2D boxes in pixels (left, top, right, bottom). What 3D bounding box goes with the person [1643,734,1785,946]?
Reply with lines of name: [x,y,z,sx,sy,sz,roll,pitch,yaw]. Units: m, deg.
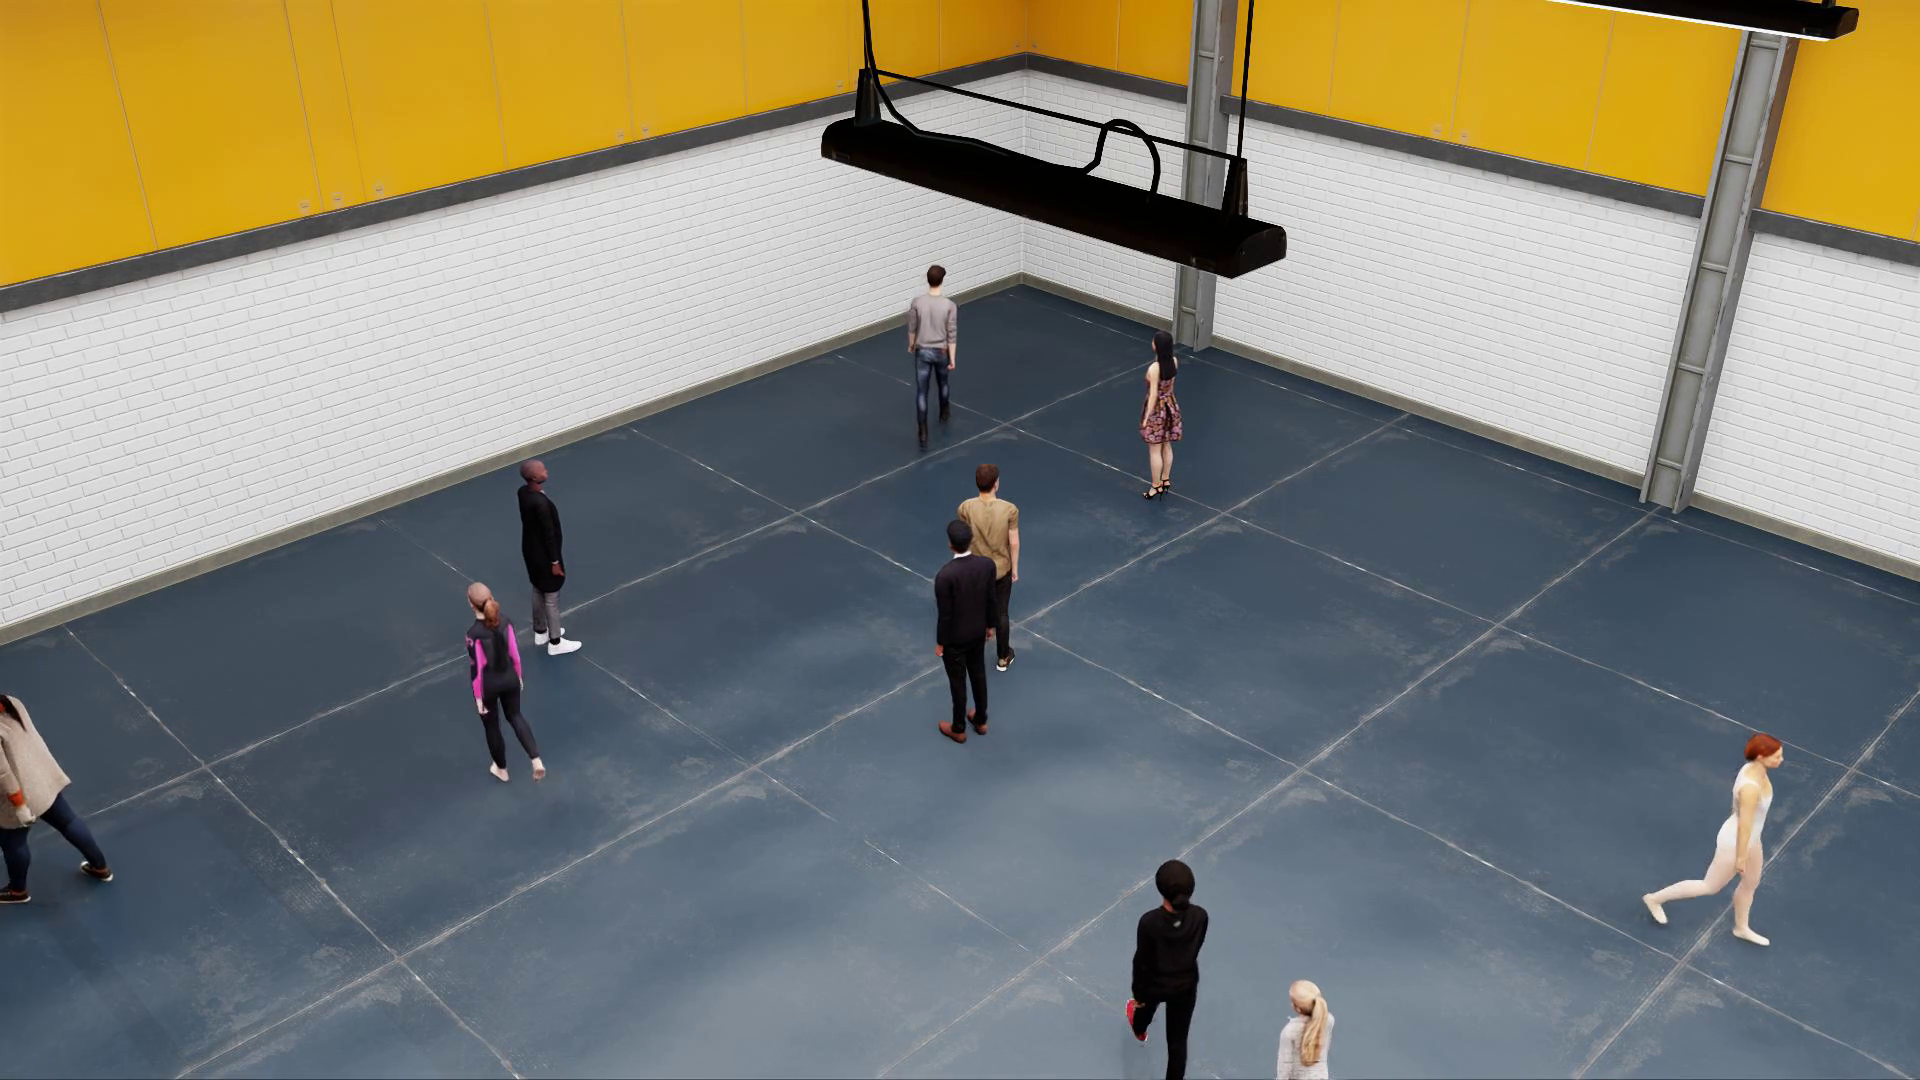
person: [4.950,1.937,10.798,1.083,1.613,0.745,15,32,26]

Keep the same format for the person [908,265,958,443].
person: [-0.318,-1.930,17.621,1.237,1.868,1.261,2,29,3]

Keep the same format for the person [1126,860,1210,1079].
person: [1.222,2.617,9.530,1.046,1.633,1.145,-3,29,-5]

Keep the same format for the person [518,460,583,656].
person: [-3.514,0.126,13.963,0.731,1.761,0.540,-19,34,-31]

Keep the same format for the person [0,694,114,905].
person: [-6.190,1.627,11.119,1.135,1.849,1.098,-1,29,-2]

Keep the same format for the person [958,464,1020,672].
person: [0.227,0.228,13.684,0.722,1.849,0.807,3,29,5]

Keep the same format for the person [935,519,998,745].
person: [0.032,0.704,12.783,0.741,1.877,0.617,-18,33,-30]

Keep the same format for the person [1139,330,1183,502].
person: [1.963,-1.235,16.446,0.684,1.773,0.679,22,35,34]

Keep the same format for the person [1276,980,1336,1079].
person: [1.946,3.012,9.211,0.775,1.244,0.947,-8,30,-14]

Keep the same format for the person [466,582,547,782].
person: [-3.350,1.099,12.200,0.858,1.741,0.554,25,37,38]
